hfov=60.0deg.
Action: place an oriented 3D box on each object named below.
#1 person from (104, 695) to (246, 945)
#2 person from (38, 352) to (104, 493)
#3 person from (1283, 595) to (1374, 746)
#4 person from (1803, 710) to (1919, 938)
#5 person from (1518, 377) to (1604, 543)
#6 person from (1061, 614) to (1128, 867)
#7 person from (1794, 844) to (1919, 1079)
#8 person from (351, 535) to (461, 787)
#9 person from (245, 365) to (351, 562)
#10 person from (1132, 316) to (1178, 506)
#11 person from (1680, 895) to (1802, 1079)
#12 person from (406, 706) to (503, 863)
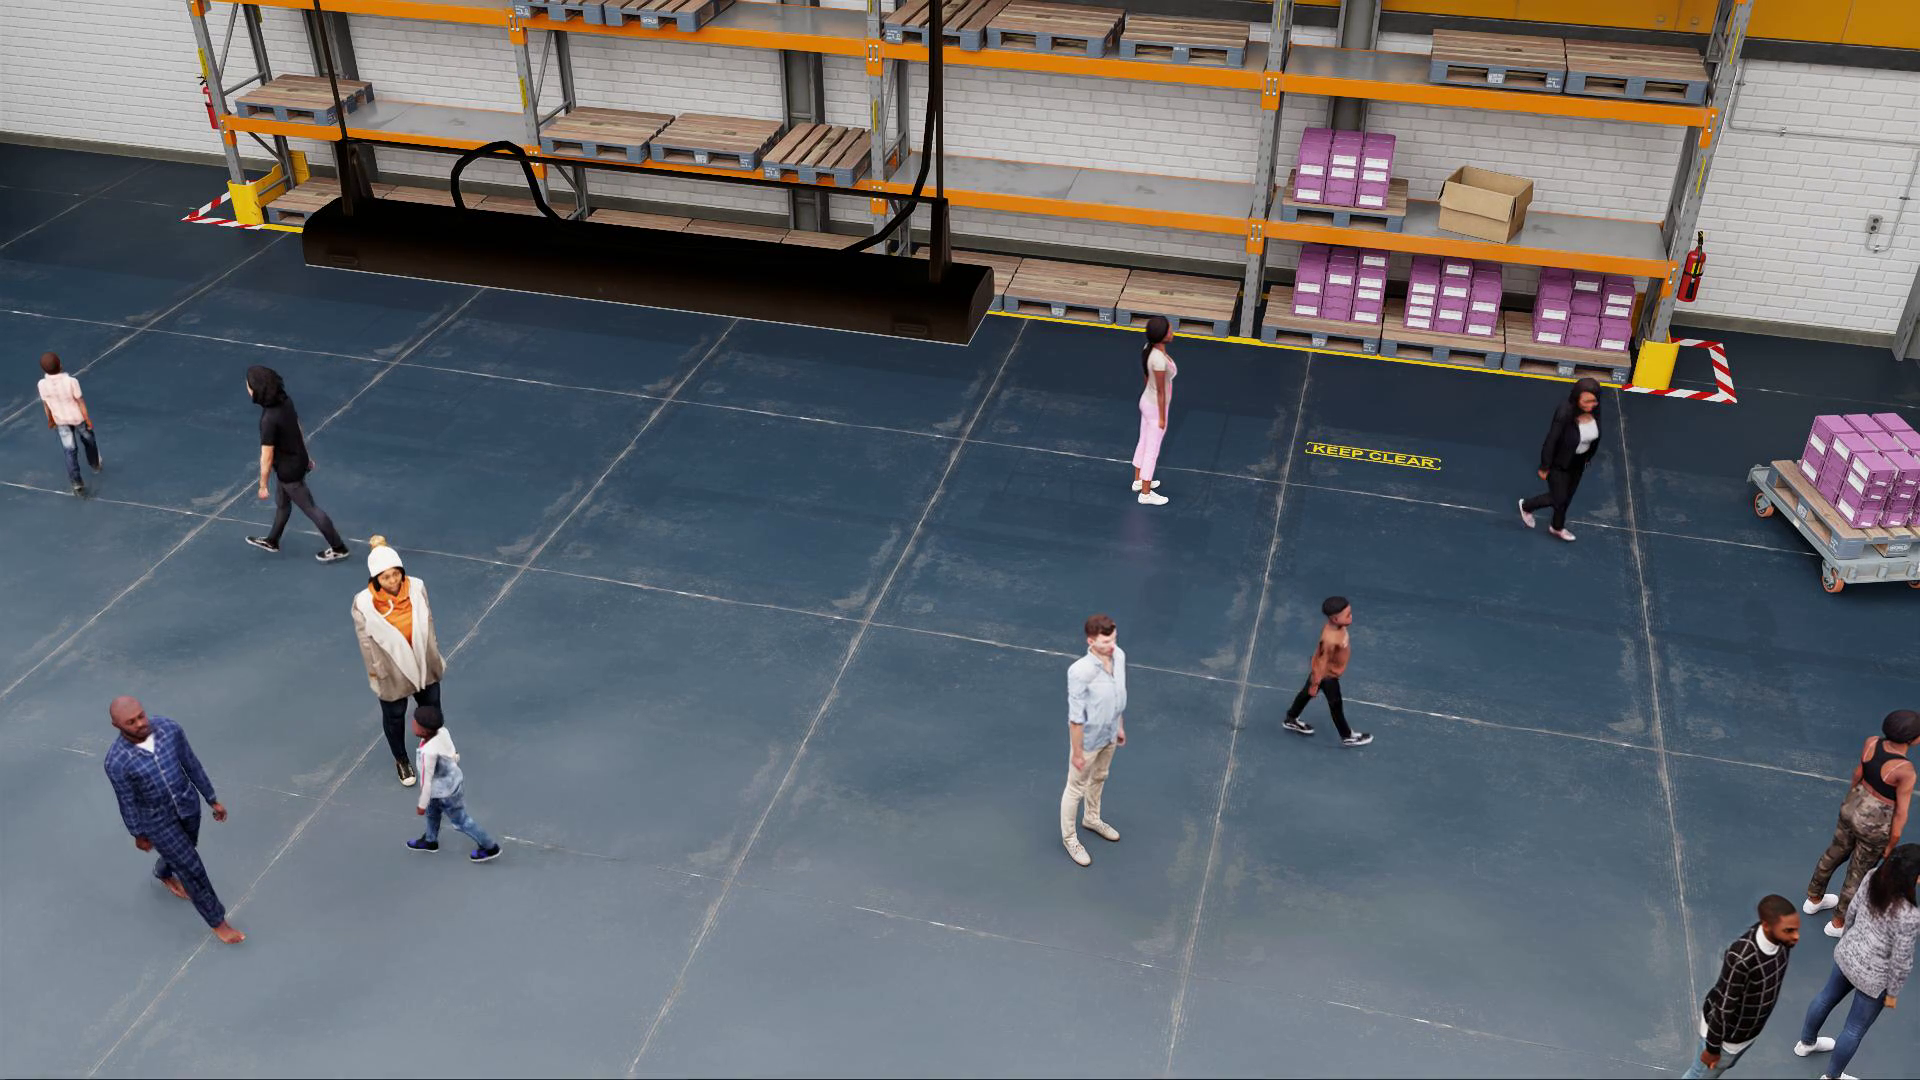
[{"bbox_3d":[-4.898,1.629,10.176,1.206,1.786,0.823,16,37,22],"label":"person"},{"bbox_3d":[-7.850,-1.036,14.630,0.900,1.295,0.853,-9,35,-14],"label":"person"},{"bbox_3d":[2.521,0.912,11.763,0.867,1.224,0.558,11,35,16],"label":"person"},{"bbox_3d":[5.529,1.708,10.135,0.673,1.700,0.660,-7,34,-11],"label":"person"},{"bbox_3d":[4.971,-0.695,13.845,0.937,1.595,0.992,-25,41,-33],"label":"person"},{"bbox_3d":[0.861,1.241,10.706,0.730,1.847,0.733,29,43,36],"label":"person"},{"bbox_3d":[5.001,2.330,9.170,0.657,1.733,0.680,-5,34,-7],"label":"person"},{"bbox_3d":[-3.802,0.796,11.338,0.823,1.887,0.857,-26,41,-33],"label":"person"},{"bbox_3d":[-5.346,-0.584,13.492,1.177,1.802,0.891,-1,34,-2],"label":"person"},{"bbox_3d":[1.677,-1.139,14.381,0.637,1.741,0.651,-5,34,-7],"label":"person"},{"bbox_3d":[4.079,2.531,8.789,0.740,1.819,0.763,-23,40,-31],"label":"person"},{"bbox_3d":[-3.275,1.598,10.718,0.922,1.239,0.645,-1,34,-1],"label":"person"}]
